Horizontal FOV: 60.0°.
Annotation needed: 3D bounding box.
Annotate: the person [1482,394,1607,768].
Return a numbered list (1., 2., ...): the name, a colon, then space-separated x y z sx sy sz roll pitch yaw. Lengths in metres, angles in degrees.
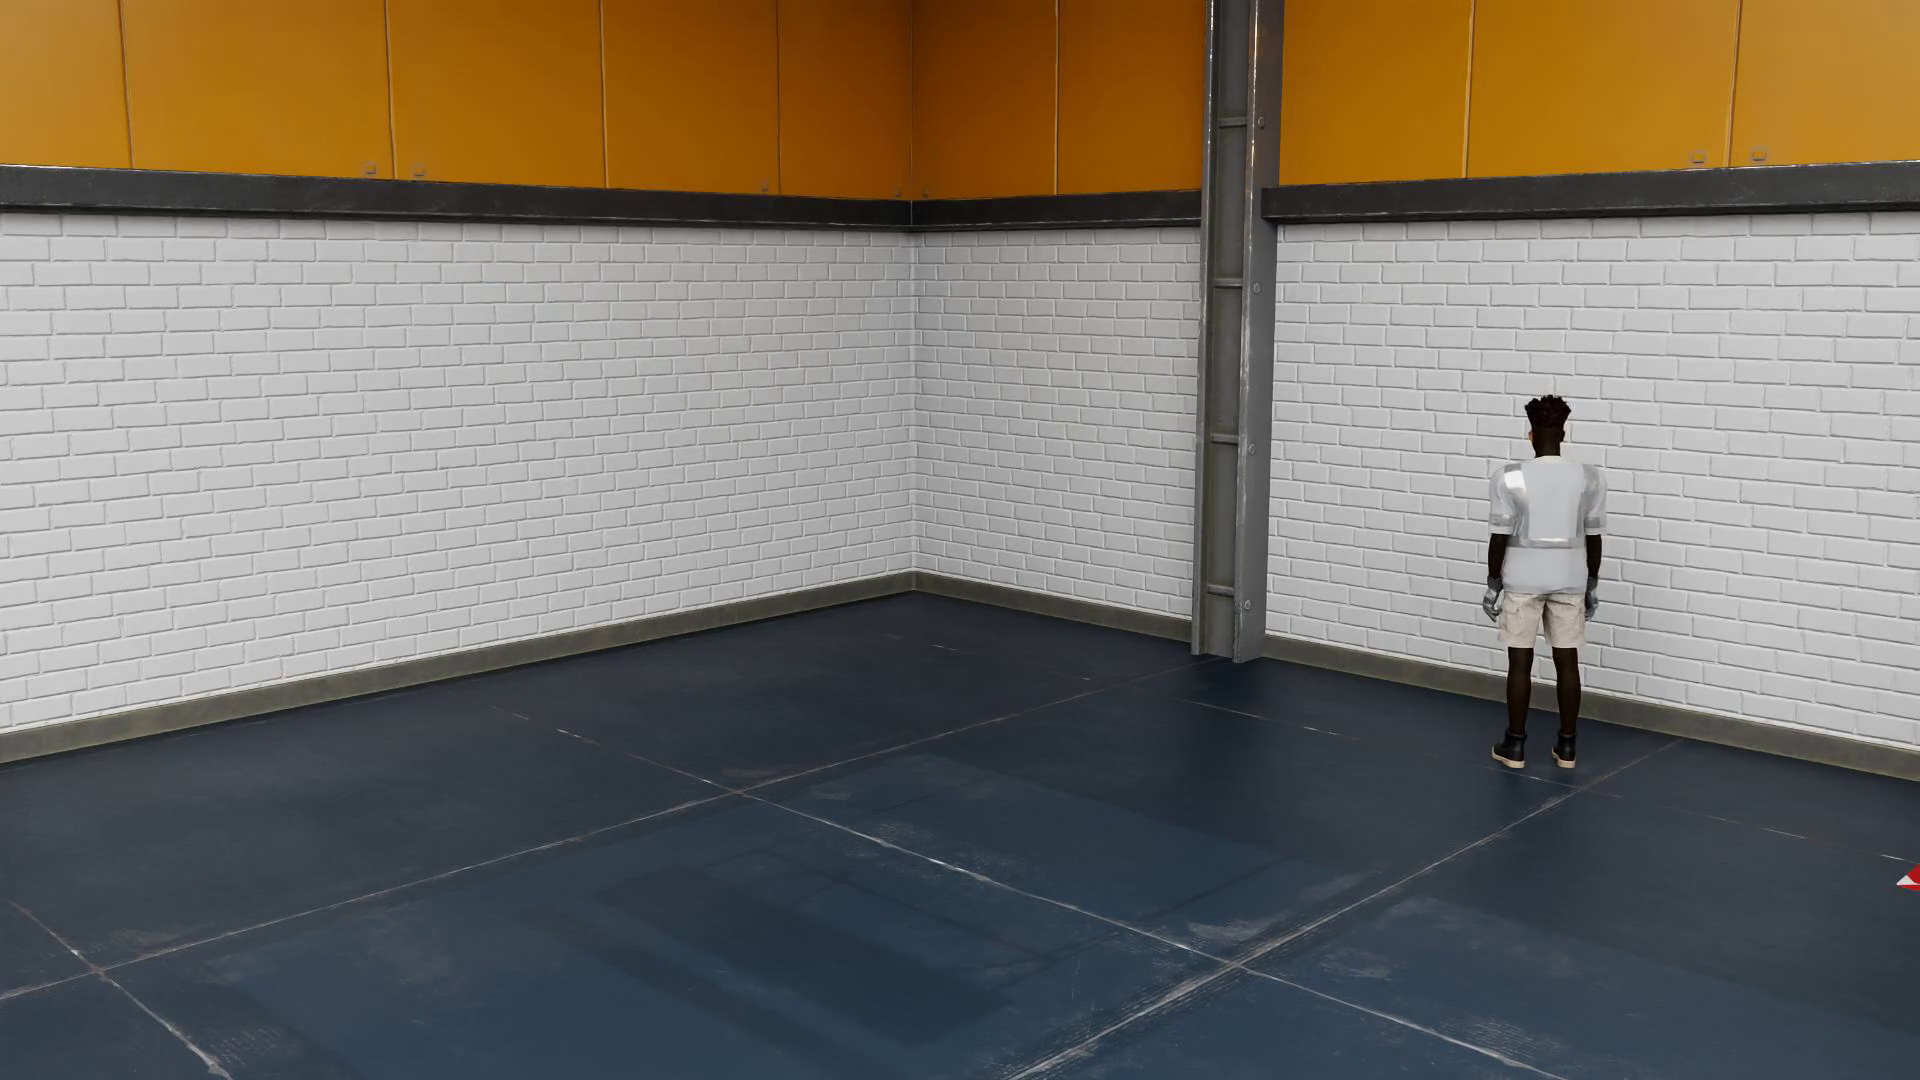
1. person: 3.038 0.222 8.690 0.608 1.962 0.381 1 9 4
